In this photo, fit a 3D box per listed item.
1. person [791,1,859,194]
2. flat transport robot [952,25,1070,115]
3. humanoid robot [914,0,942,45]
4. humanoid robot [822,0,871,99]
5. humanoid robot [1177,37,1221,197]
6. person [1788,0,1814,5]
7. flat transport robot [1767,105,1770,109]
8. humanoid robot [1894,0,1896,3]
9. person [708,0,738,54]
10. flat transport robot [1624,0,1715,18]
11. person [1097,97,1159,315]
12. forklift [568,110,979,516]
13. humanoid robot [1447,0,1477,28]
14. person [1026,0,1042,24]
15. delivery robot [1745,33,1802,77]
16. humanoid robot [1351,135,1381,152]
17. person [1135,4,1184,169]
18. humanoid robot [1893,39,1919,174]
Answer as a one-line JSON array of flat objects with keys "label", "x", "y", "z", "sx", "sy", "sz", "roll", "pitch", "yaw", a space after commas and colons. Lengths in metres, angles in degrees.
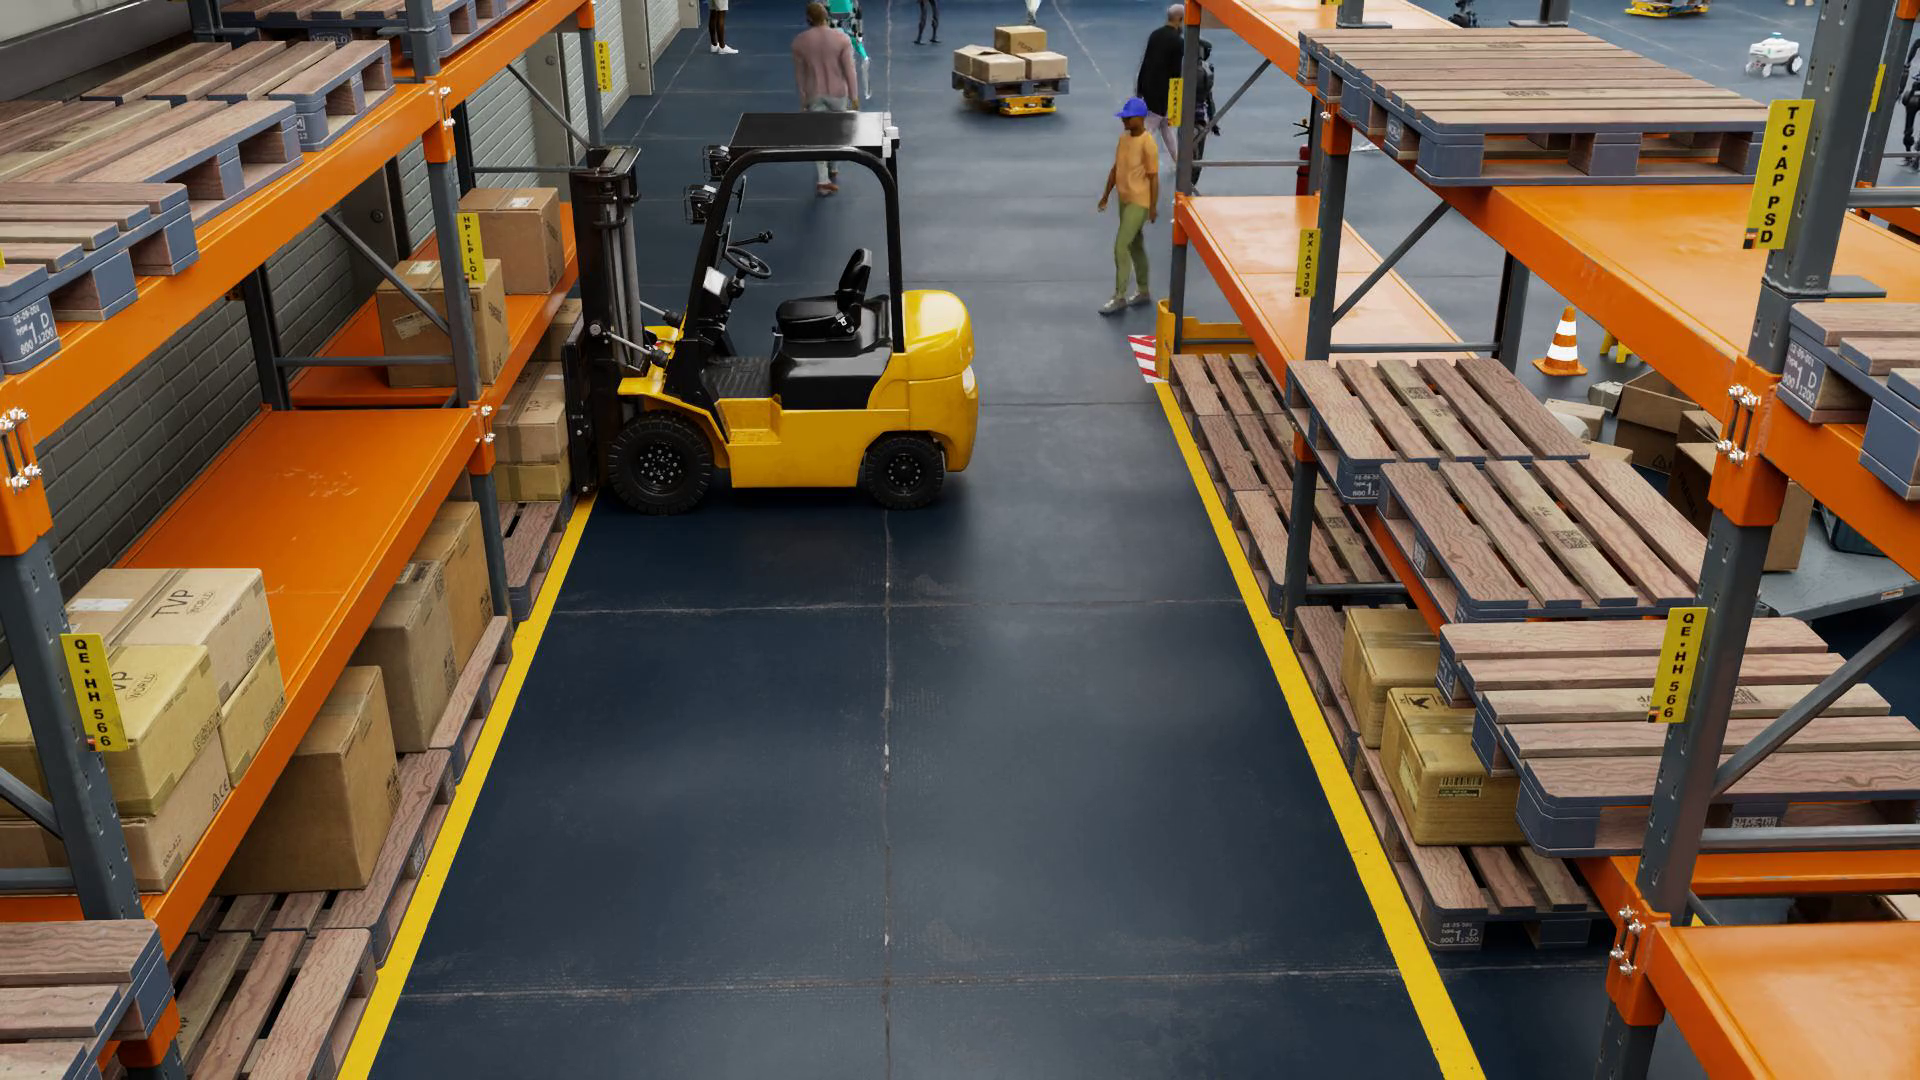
[{"label": "person", "x": -1.369, "y": -4.540, "z": 17.052, "sx": 0.686, "sy": 1.863, "sz": 1.005, "roll": 0, "pitch": 25, "yaw": 1}, {"label": "flat transport robot", "x": 0.625, "y": -5.662, "z": 21.294, "sx": 0.659, "sy": 0.231, "sz": 1.431, "roll": -11, "pitch": 27, "yaw": -22}, {"label": "humanoid robot", "x": -0.479, "y": -8.546, "z": 25.760, "sx": 0.362, "sy": 1.641, "sz": 0.601, "roll": 21, "pitch": 32, "yaw": 37}, {"label": "humanoid robot", "x": -1.427, "y": -6.612, "z": 21.606, "sx": 0.577, "sy": 1.796, "sz": 0.828, "roll": 8, "pitch": 27, "yaw": 17}, {"label": "humanoid robot", "x": 2.333, "y": -4.078, "z": 16.289, "sx": 0.334, "sy": 1.657, "sz": 0.593, "roll": 17, "pitch": 30, "yaw": 32}, {"label": "person", "x": 15.234, "y": -10.562, "z": 29.777, "sx": 0.545, "sy": 1.889, "sz": 0.386, "roll": 12, "pitch": 28, "yaw": 23}, {"label": "flat transport robot", "x": 8.396, "y": -3.919, "z": 17.603, "sx": 1.431, "sy": 0.231, "sz": 0.659, "roll": -17, "pitch": 30, "yaw": -32}, {"label": "humanoid robot", "x": 16.244, "y": -9.804, "z": 28.444, "sx": 0.652, "sy": 1.635, "sz": 0.608, "roll": 8, "pitch": 26, "yaw": 17}, {"label": "person", "x": -3.631, "y": -8.270, "z": 24.909, "sx": 0.374, "sy": 1.899, "sz": 0.551, "roll": -15, "pitch": 29, "yaw": -29}, {"label": "flat transport robot", "x": 12.298, "y": -9.265, "z": 28.923, "sx": 1.431, "sy": 0.231, "sz": 0.659, "roll": -16, "pitch": 30, "yaw": -30}, {"label": "person", "x": 1.291, "y": -2.661, "z": 13.267, "sx": 0.713, "sy": 1.693, "sz": 0.460, "roll": -11, "pitch": 27, "yaw": -22}, {"label": "forklift", "x": -1.043, "y": -1.379, "z": 9.976, "sx": 2.313, "sy": 2.155, "sz": 1.214, "roll": -1, "pitch": 25, "yaw": -2}, {"label": "humanoid robot", "x": 5.908, "y": -5.717, "z": 19.806, "sx": 0.584, "sy": 1.619, "sz": 0.785, "roll": -18, "pitch": 31, "yaw": -34}, {"label": "person", "x": 1.206, "y": -9.429, "z": 27.545, "sx": 0.576, "sy": 1.738, "sz": 0.552, "roll": 9, "pitch": 27, "yaw": 18}, {"label": "delivery robot", "x": 11.484, "y": -6.837, "z": 23.469, "sx": 0.807, "sy": 0.613, "sz": 0.499, "roll": -15, "pitch": 29, "yaw": -29}, {"label": "humanoid robot", "x": 4.716, "y": -5.203, "z": 18.572, "sx": 0.666, "sy": 1.770, "sz": 0.547, "roll": 0, "pitch": 25, "yaw": -1}, {"label": "person", "x": 2.114, "y": -4.716, "z": 17.534, "sx": 1.027, "sy": 1.786, "sz": 0.546, "roll": -12, "pitch": 28, "yaw": -23}, {"label": "humanoid robot", "x": 10.362, "y": -4.796, "z": 17.839, "sx": 0.584, "sy": 1.635, "sz": 0.588, "roll": -22, "pitch": 33, "yaw": -38}]
